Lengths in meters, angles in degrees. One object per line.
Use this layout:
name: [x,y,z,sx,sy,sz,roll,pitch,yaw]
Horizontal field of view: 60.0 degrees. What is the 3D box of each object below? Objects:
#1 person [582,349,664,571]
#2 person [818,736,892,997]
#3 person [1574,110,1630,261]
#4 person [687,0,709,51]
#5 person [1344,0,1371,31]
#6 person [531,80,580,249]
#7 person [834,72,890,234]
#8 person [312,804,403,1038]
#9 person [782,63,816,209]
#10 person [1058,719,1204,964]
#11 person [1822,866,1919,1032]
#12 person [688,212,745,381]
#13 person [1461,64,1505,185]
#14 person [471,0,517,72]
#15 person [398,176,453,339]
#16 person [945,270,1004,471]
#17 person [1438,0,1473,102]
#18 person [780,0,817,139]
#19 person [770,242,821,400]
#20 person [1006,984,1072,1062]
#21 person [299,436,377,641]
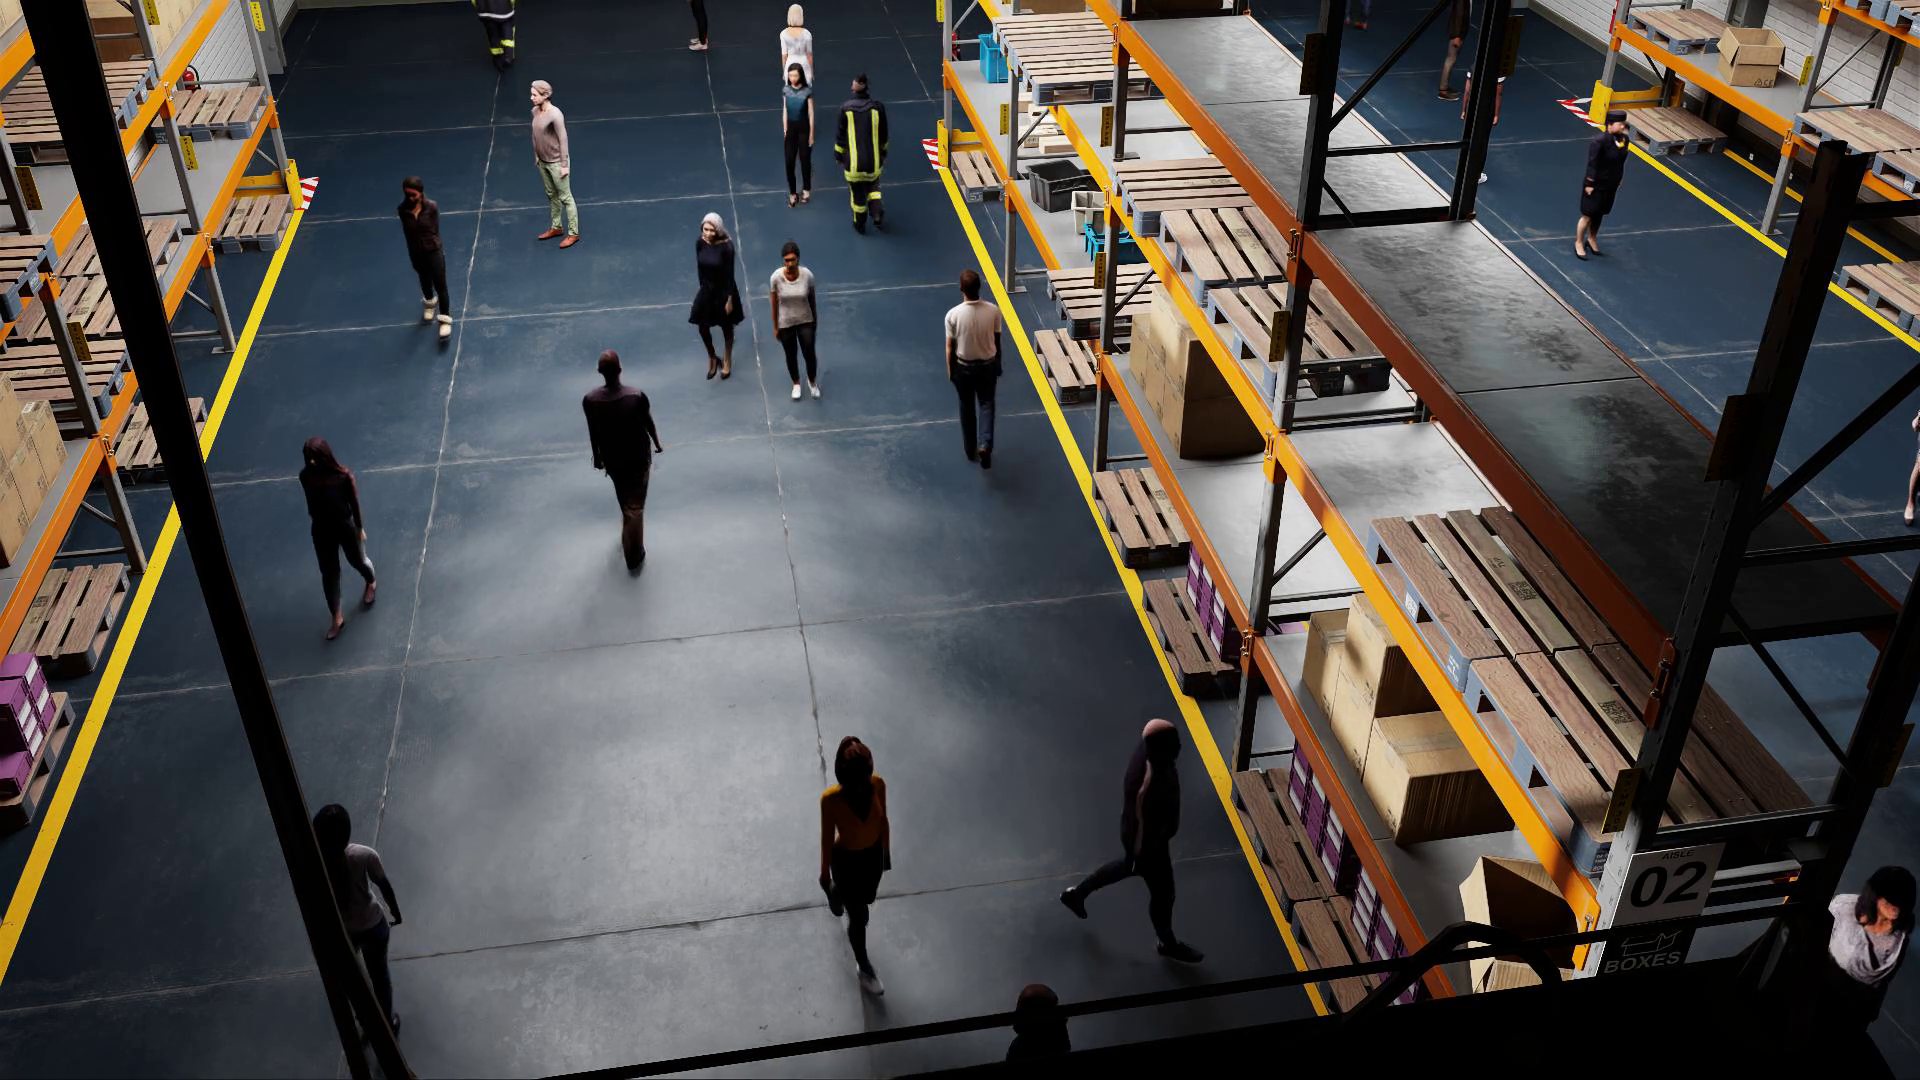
person: [-2.701,-0.614,13.323,0.905,1.788,1.243,3,34,4]
person: [-0.641,1.816,9.721,0.860,1.730,1.118,-18,37,-24]
person: [7.116,-3.950,18.449,0.768,1.671,0.742,-17,37,-23]
person: [-3.950,-8.228,24.801,0.732,1.764,0.544,0,34,0]
person: [6.236,-8.771,25.575,0.800,1.810,0.850,-14,36,-20]
person: [-4.579,-4.252,18.721,0.755,1.872,0.837,25,41,32]
person: [-1.099,-4.369,18.913,0.815,1.854,0.775,-12,35,-17]
person: [-3.342,2.193,9.171,0.602,1.711,0.608,-7,34,-10]
person: [-1.869,-4.832,19.727,0.713,1.724,0.795,8,35,12]
person: [1.010,1.745,9.756,1.044,1.809,1.192,7,34,10]
person: [4.819,2.320,9.090,0.857,1.588,1.040,7,34,11]
person: [-2.289,-2.368,16.009,0.754,1.737,0.819,10,35,14]
person: [6.348,-5.215,20.301,0.716,1.728,0.764,18,38,25]
person: [-6.695,-7.706,23.837,0.782,1.960,0.697,-5,34,-7]
person: [-5.438,-2.823,16.796,0.658,1.622,1.103,-3,34,-4]
person: [0.141,-1.446,14.532,0.698,1.837,0.963,-4,34,-6]
person: [6.854,-7.009,22.935,0.802,1.799,0.688,12,35,17]
person: [-2.093,-6.054,21.542,0.600,1.750,0.554,0,34,0]
person: [-1.568,-2.089,15.689,0.588,1.627,0.604,-3,34,-4]
person: [0.311,2.778,8.311,1.009,1.686,0.967,20,39,28]
person: [-4.731,-0.098,12.734,0.764,1.581,1.012,3,34,5]
